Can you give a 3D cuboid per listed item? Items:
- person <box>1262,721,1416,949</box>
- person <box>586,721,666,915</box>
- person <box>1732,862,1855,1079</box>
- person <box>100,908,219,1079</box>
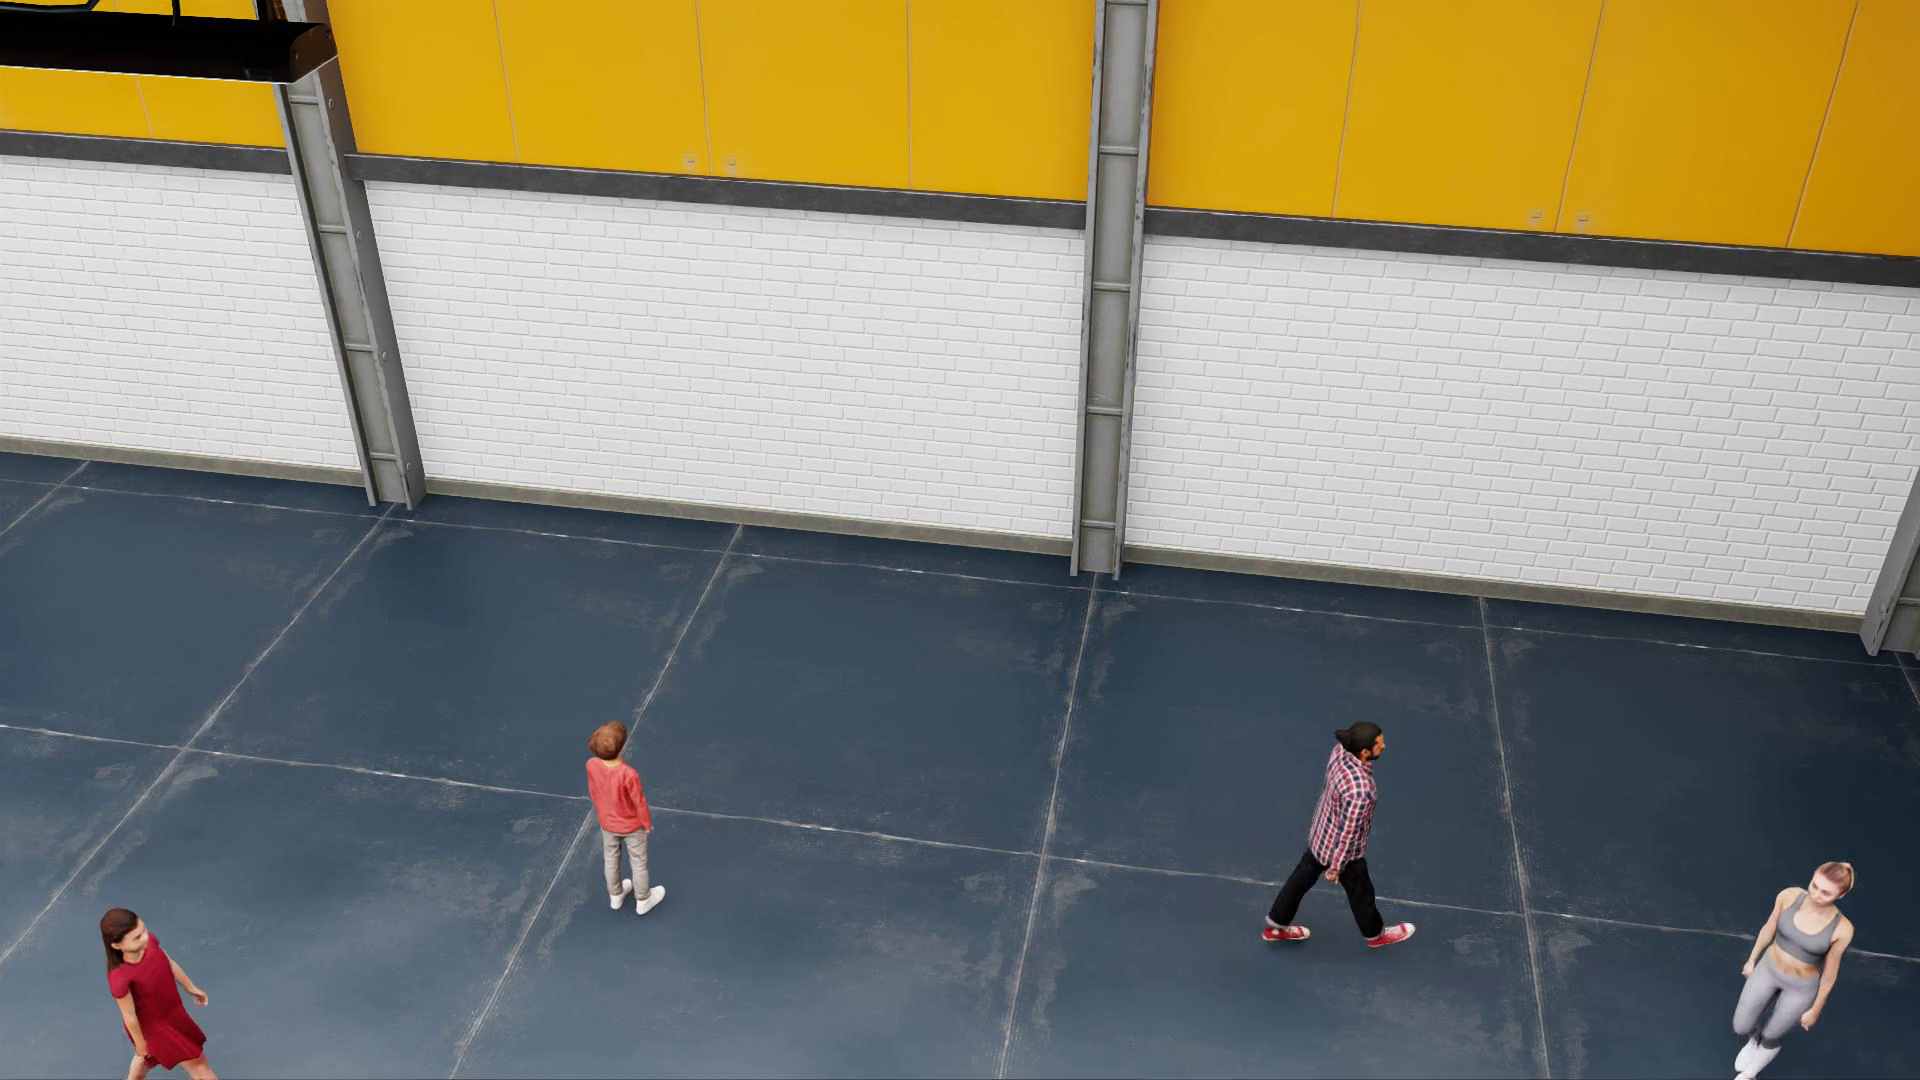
[{"bbox_3d":[2.098,1.731,9.552,1.212,1.709,0.914,-4,34,-7],"label":"person"},{"bbox_3d":[-2.025,1.658,9.925,0.474,1.417,0.610,11,35,16],"label":"person"},{"bbox_3d":[4.374,2.286,8.728,0.811,1.697,0.753,-26,41,-33],"label":"person"},{"bbox_3d":[-4.238,2.463,8.623,1.084,1.519,0.702,-1,34,-1],"label":"person"}]
